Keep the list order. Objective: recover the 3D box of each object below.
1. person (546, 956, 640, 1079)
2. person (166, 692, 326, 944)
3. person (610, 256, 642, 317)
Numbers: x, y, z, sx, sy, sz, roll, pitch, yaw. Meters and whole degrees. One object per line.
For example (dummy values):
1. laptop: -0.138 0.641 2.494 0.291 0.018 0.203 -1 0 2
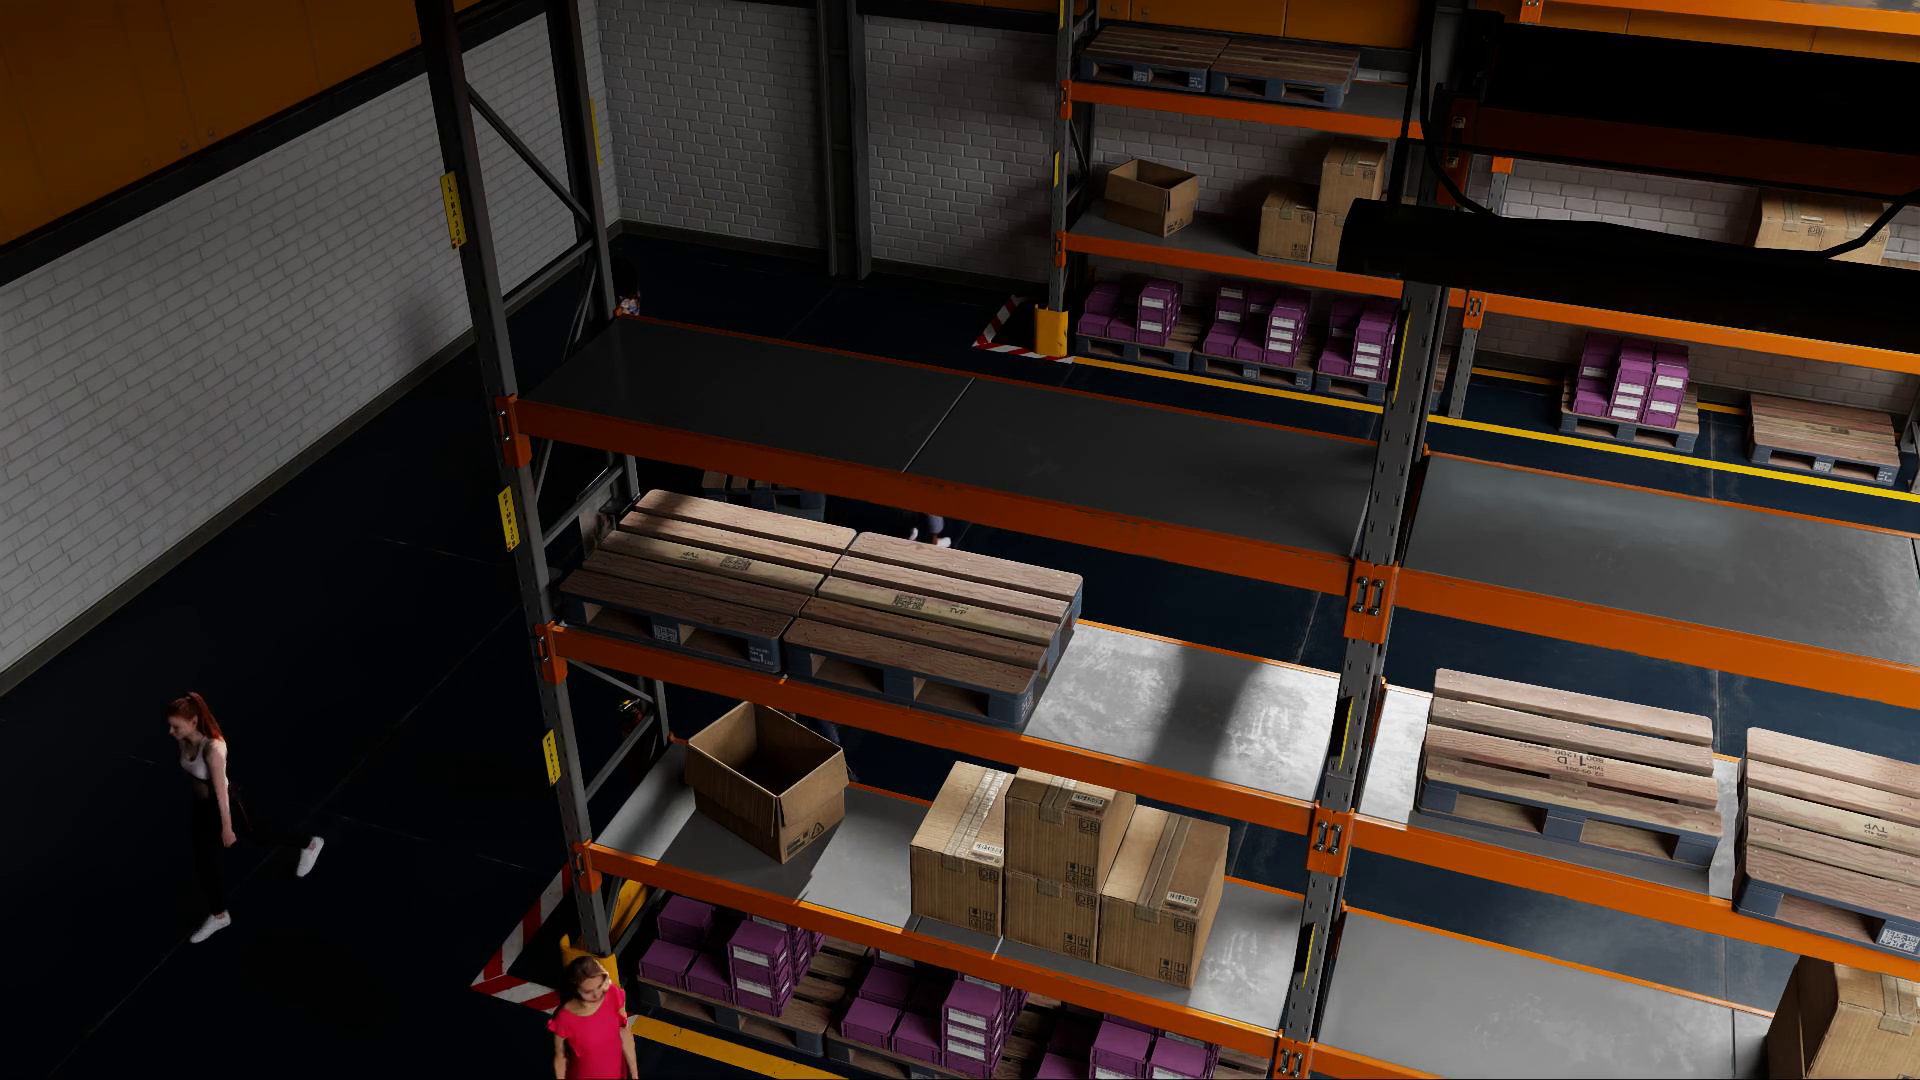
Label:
1. person: -1.915 2.673 8.511 0.766 1.710 0.684 27 42 35
2. person: -4.400 1.591 10.145 1.196 1.703 0.874 21 39 28
3. person: -2.993 -1.788 15.200 0.613 1.736 0.652 2 34 4
